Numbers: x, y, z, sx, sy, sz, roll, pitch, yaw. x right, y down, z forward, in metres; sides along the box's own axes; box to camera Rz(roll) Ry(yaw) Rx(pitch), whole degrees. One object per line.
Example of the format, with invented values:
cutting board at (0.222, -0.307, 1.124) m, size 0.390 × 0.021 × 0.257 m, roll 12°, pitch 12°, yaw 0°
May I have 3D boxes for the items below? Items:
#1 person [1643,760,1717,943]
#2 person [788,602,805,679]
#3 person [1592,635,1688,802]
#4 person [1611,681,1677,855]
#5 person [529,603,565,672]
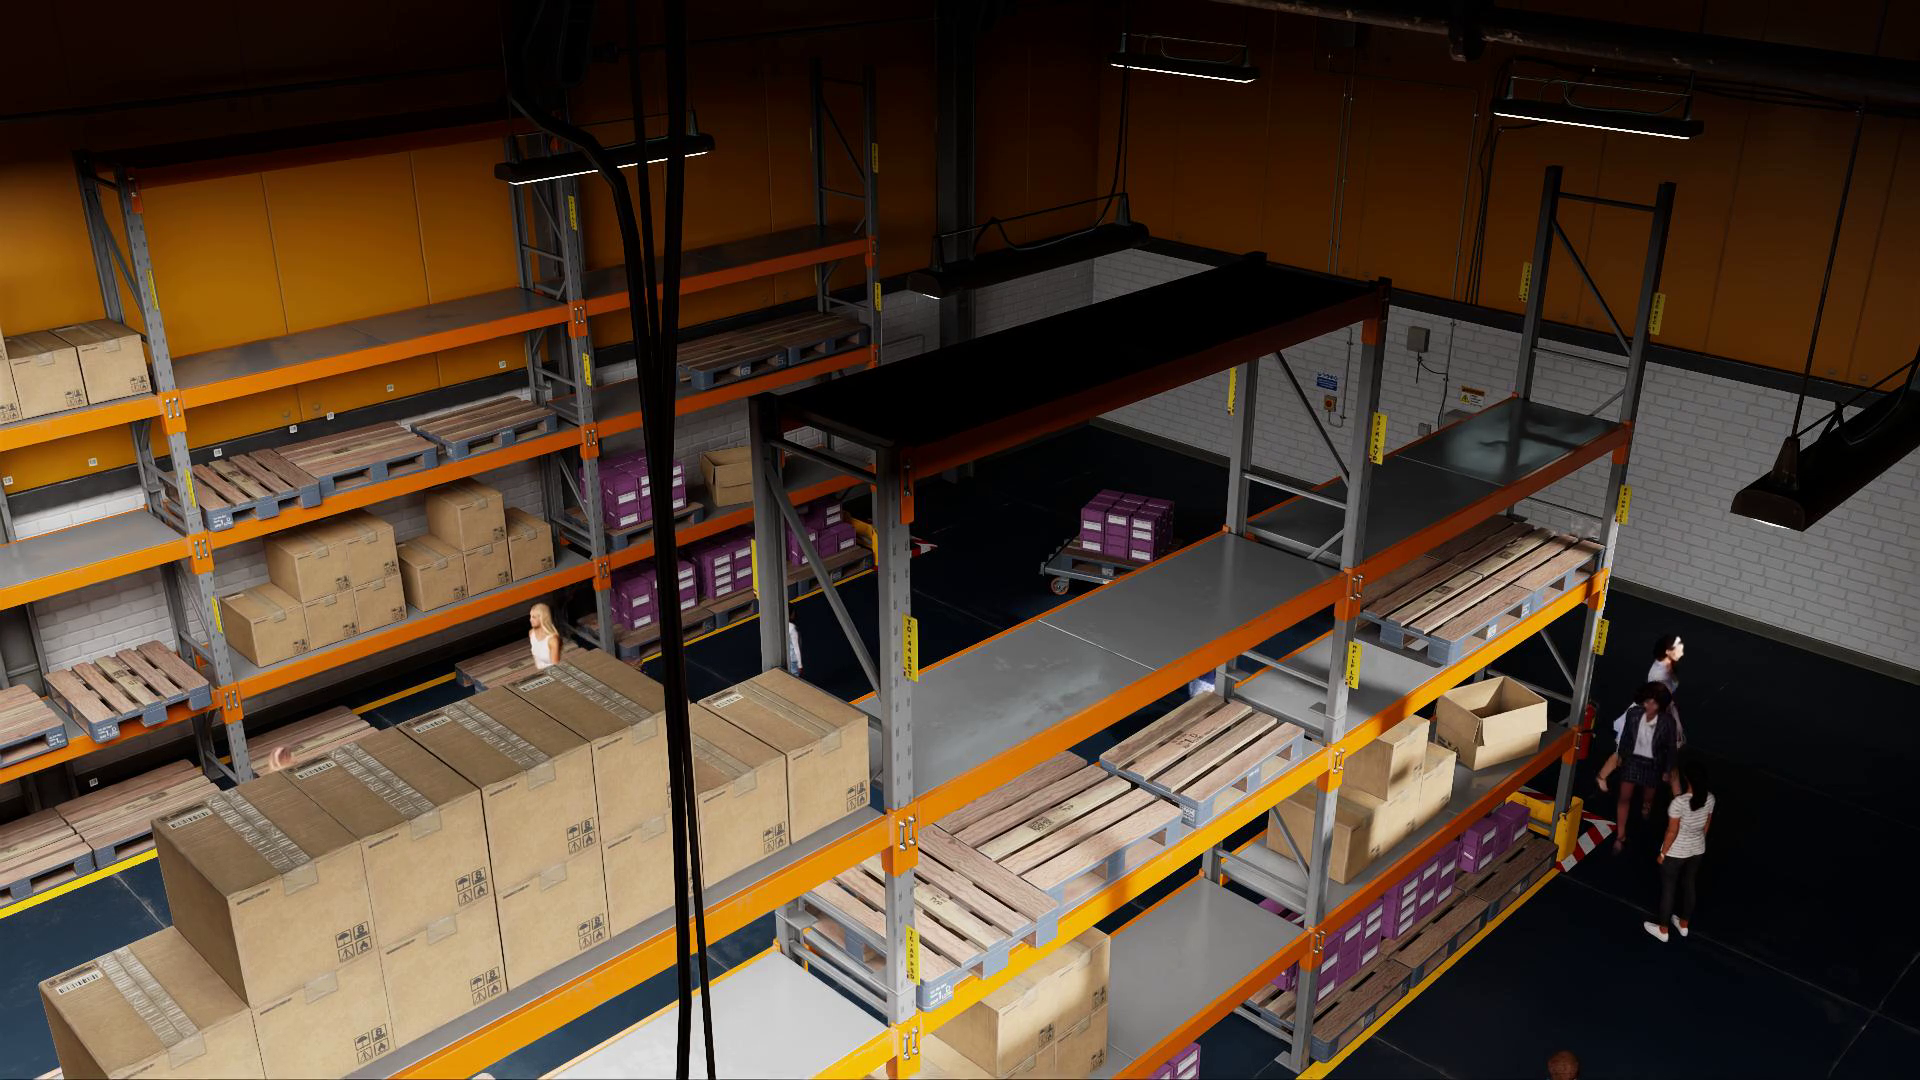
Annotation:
person at (5.897, 2.526, 13.544) m, size 0.606 × 1.642 × 0.709 m, roll -6°, pitch 24°, yaw -14°
person at (-1.751, 1.210, 17.031) m, size 0.471 × 1.261 × 0.481 m, roll 21°, pitch 32°, yaw 40°
person at (6.253, 1.692, 15.303) m, size 0.861 × 1.762 × 1.179 m, roll 15°, pitch 28°, yaw 31°
person at (6.081, 1.968, 14.785) m, size 0.783 × 1.670 × 1.060 m, roll 14°, pitch 27°, yaw 30°
person at (-3.822, 1.405, 15.957) m, size 0.699 × 1.763 × 1.176 m, roll 18°, pitch 30°, yaw 36°
